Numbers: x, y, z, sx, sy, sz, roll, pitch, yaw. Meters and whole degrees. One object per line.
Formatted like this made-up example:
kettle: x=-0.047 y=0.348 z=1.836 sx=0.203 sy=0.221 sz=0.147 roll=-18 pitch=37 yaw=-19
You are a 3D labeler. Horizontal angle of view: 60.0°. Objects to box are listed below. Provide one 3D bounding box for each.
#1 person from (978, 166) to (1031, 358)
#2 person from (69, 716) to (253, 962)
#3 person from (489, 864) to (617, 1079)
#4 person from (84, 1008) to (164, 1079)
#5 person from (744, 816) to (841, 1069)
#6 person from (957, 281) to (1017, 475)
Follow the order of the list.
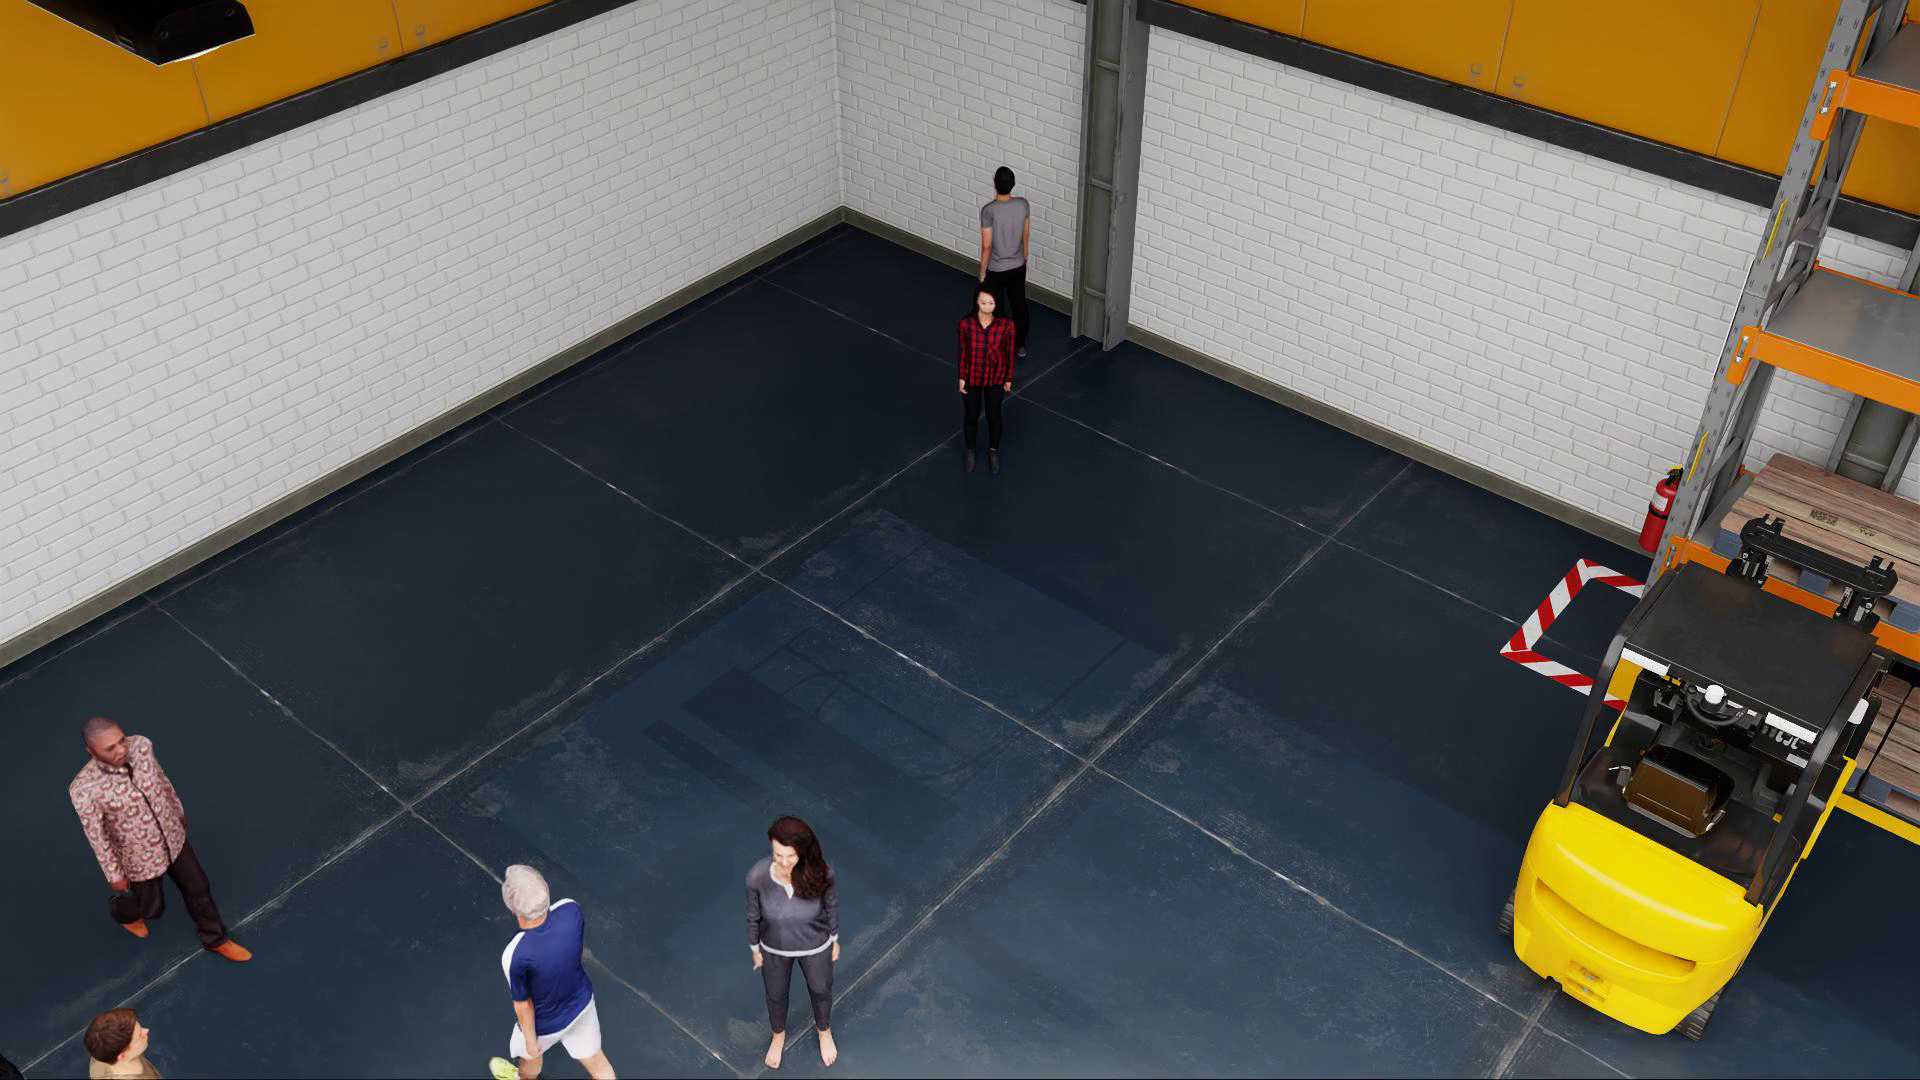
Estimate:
person: x=0.366 y=-2.275 z=13.766 sx=0.689 sy=1.754 sz=0.669 roll=-19 pitch=42 yaw=-22
person: x=-4.397 y=1.603 z=8.887 sx=1.125 sy=1.784 sz=0.873 roll=16 pitch=41 yaw=19
person: x=-1.880 y=2.292 z=8.008 sx=1.036 sy=1.803 sz=0.707 roll=24 pitch=45 yaw=27
person: x=-3.565 y=2.720 z=7.434 sx=0.728 sy=1.849 sz=0.517 roll=-31 pitch=48 yaw=-32
person: x=-0.832 y=2.012 z=8.386 sx=0.680 sy=1.769 sz=0.732 roll=-4 pitch=39 yaw=-5
person: x=0.178 y=-1.239 z=12.550 sx=0.634 sy=1.652 sz=0.717 roll=1 pitch=39 yaw=1
